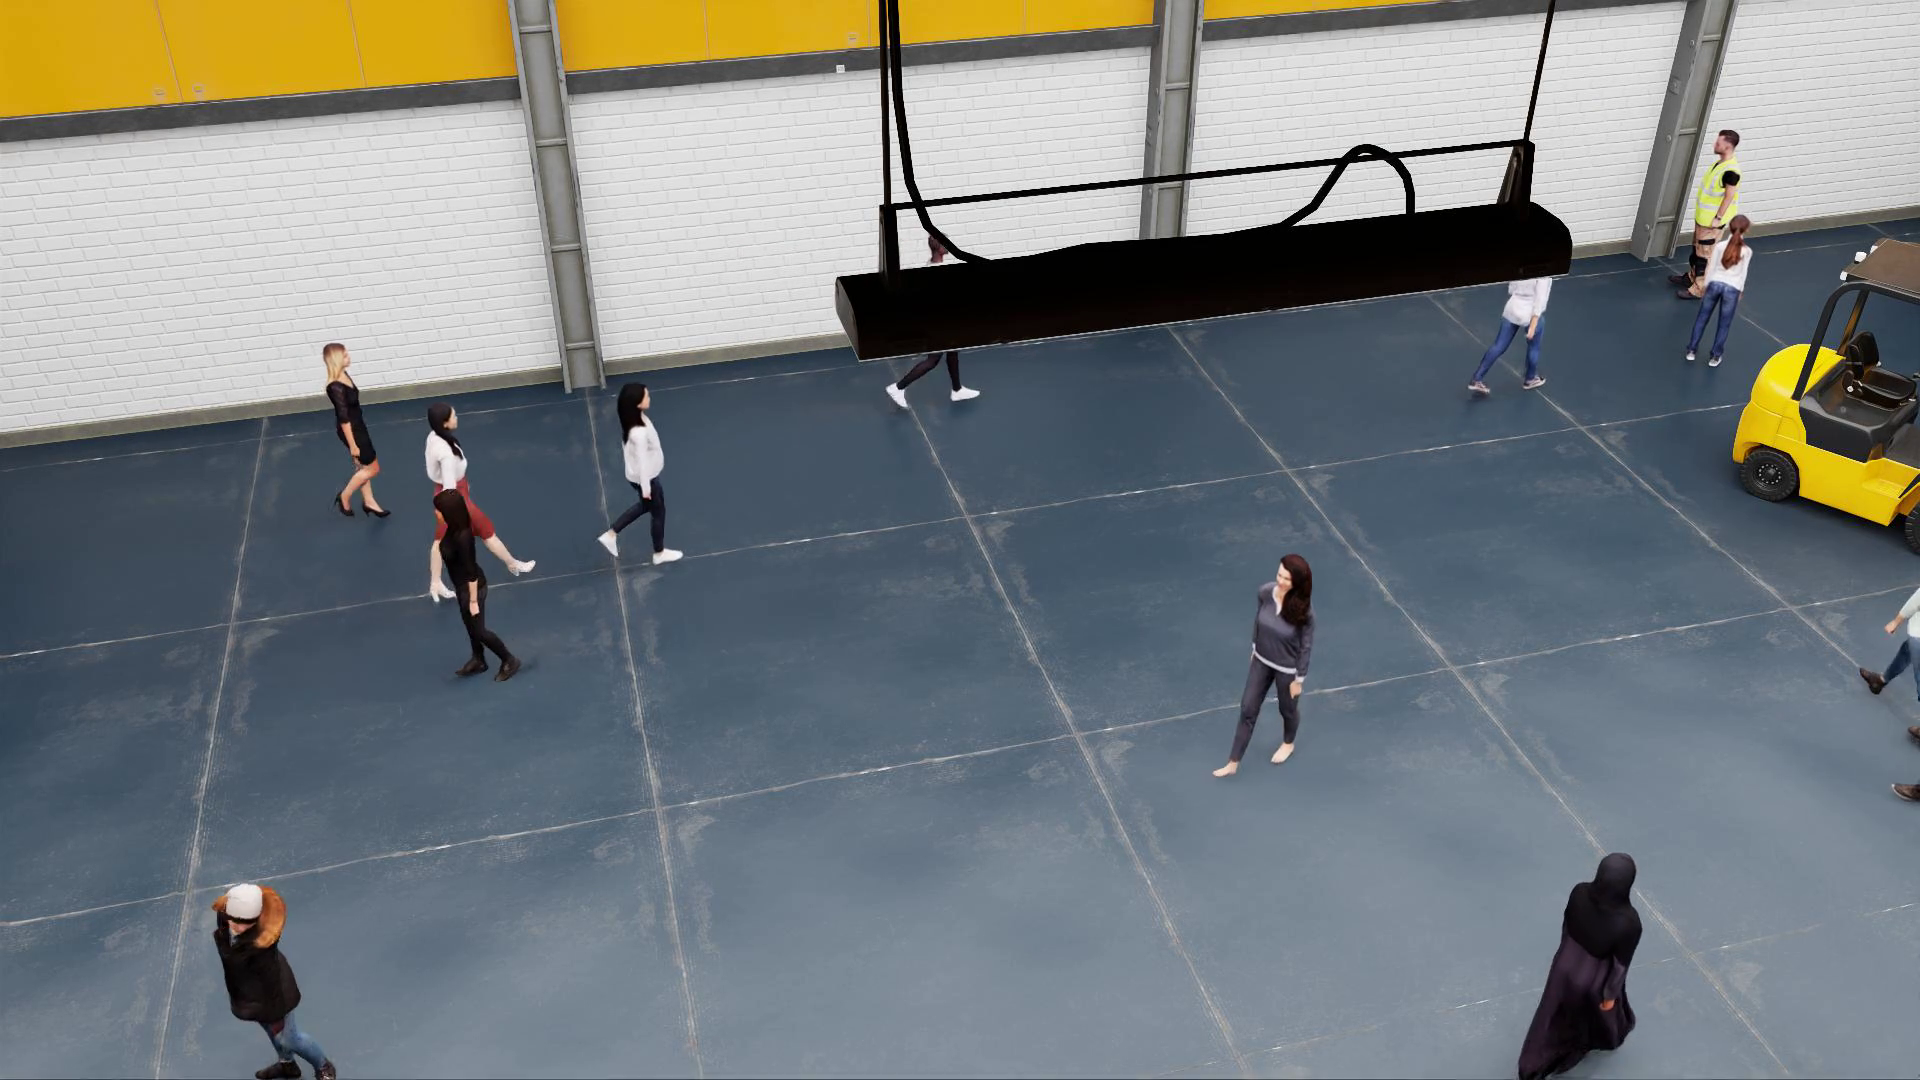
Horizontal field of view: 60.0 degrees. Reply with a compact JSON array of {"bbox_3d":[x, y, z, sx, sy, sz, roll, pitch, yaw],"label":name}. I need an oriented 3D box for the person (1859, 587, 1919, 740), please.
[{"bbox_3d":[6.817,0.687,11.604,1.055,1.599,0.688,-6,34,-9],"label":"person"}]

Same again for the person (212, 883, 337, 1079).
[{"bbox_3d":[-3.800,2.396,9.023,0.801,1.611,0.784,-20,39,-27],"label":"person"}]

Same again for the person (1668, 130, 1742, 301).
[{"bbox_3d":[7.971,-3.465,17.629,0.871,1.844,0.832,7,34,10],"label":"person"}]

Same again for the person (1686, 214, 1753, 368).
[{"bbox_3d":[7.514,-2.460,16.375,0.636,1.558,0.692,20,38,27],"label":"person"}]

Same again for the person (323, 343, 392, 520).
[{"bbox_3d":[-5.144,-0.869,13.883,0.650,1.668,0.556,-8,34,-11],"label":"person"}]

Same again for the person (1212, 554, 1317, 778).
[{"bbox_3d":[2.207,0.812,11.287,0.964,1.741,1.084,25,41,32],"label":"person"}]

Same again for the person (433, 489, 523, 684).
[{"bbox_3d":[-3.537,0.321,12.101,0.752,1.658,0.657,-16,37,-22],"label":"person"}]

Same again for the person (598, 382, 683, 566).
[{"bbox_3d":[-2.622,-0.504,13.319,0.903,1.683,0.678,-13,36,-18],"label":"person"}]

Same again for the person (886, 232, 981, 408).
[{"bbox_3d":[-0.274,-2.014,15.535,1.156,1.746,0.651,-6,34,-10],"label":"person"}]

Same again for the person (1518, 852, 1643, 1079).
[{"bbox_3d":[3.374,2.367,9.070,1.152,1.607,0.886,-22,40,-30],"label":"person"}]

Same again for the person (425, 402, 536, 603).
[{"bbox_3d":[-4.009,-0.252,12.924,1.140,1.702,0.807,-17,37,-24],"label":"person"}]

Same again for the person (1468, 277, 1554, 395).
[{"bbox_3d":[5.257,-2.128,15.761,1.171,1.686,0.819,-16,37,-23],"label":"person"}]
